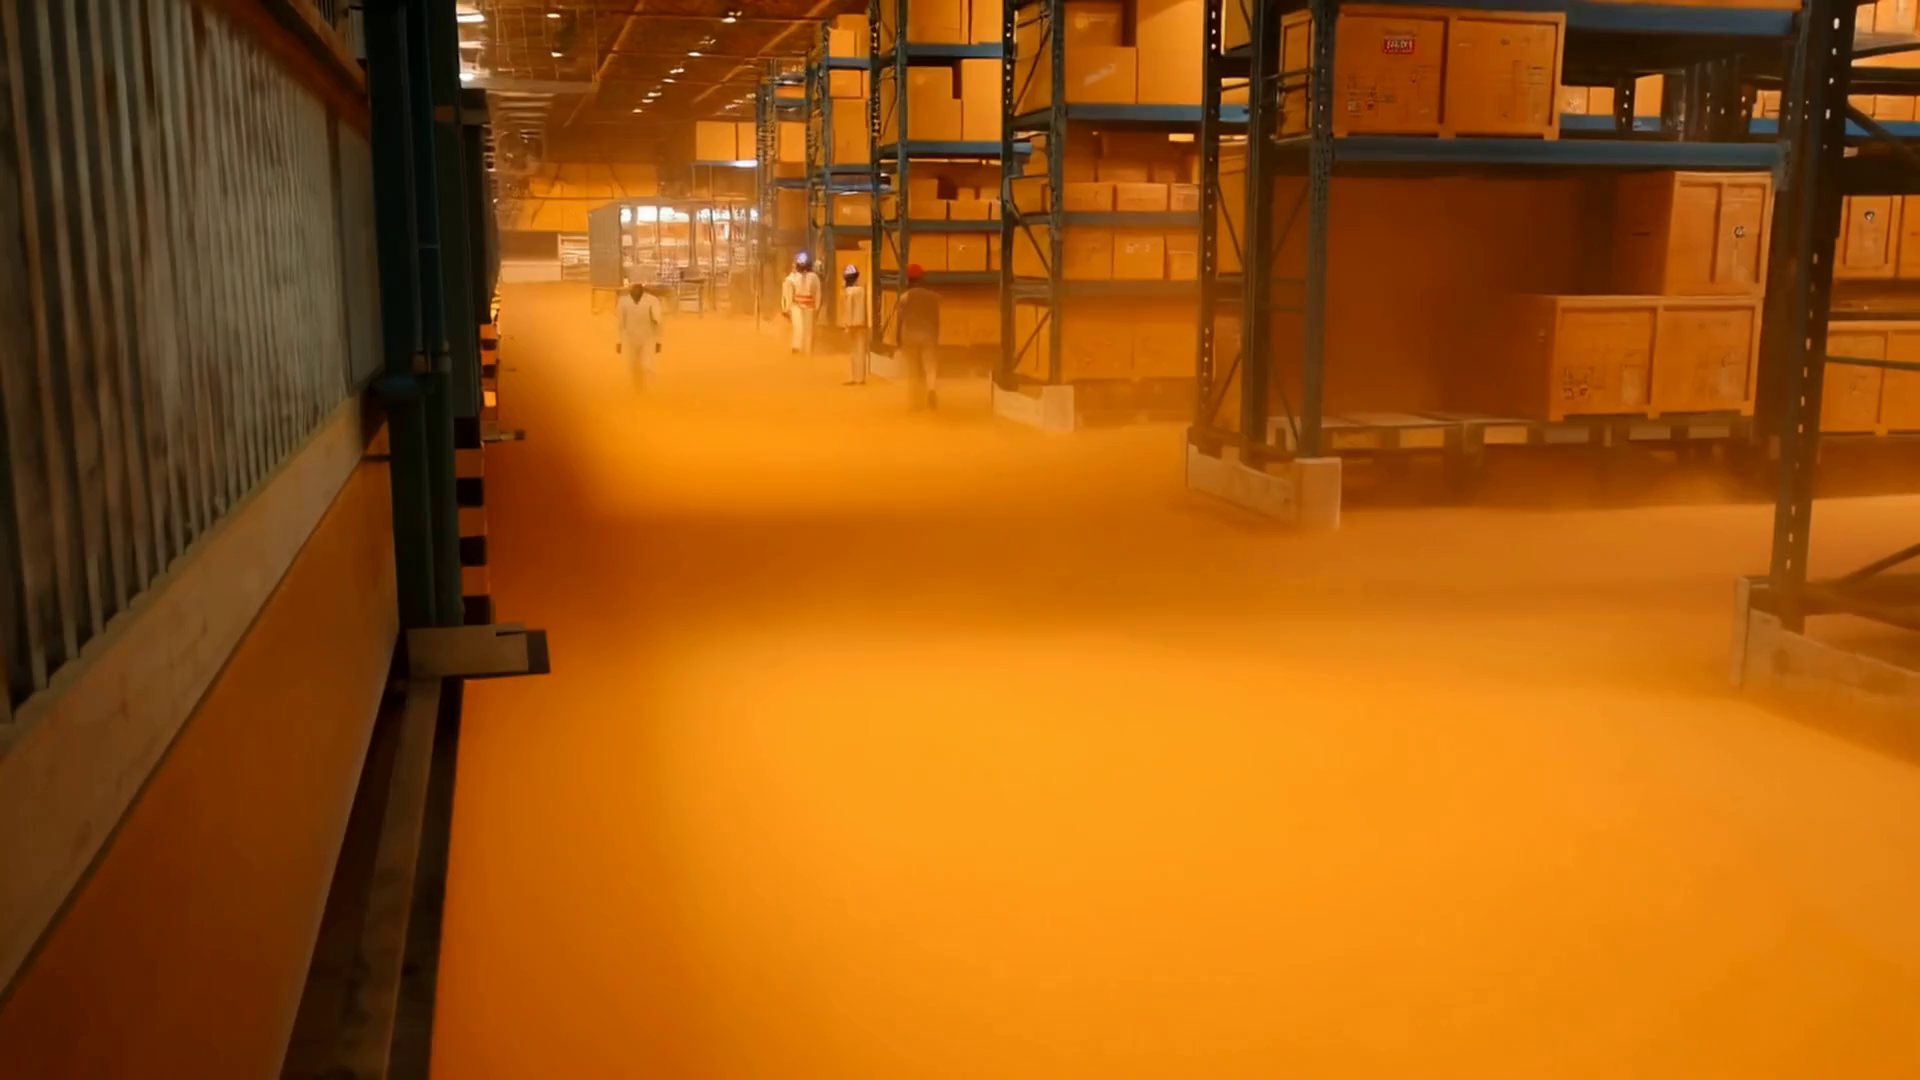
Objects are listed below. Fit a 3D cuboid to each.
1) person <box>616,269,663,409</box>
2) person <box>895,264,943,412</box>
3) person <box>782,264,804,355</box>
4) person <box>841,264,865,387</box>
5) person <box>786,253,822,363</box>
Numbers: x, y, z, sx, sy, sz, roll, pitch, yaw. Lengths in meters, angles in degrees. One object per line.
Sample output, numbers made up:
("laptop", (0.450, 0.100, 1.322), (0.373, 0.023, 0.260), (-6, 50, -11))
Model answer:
("person", (-4.026, -2.521, 20.874), (0.567, 1.737, 0.428), (1, 10, 6))
("person", (-0.485, -2.426, 20.122), (0.602, 1.814, 0.686), (-3, 10, -15))
("person", (-3.061, -4.257, 30.824), (0.500, 1.701, 0.892), (-2, 10, -11))
("person", (-1.547, -3.086, 23.996), (0.305, 1.772, 0.527), (4, 11, 20))
("person", (-2.719, -4.059, 29.122), (0.612, 1.902, 0.939), (-2, 10, -12))
